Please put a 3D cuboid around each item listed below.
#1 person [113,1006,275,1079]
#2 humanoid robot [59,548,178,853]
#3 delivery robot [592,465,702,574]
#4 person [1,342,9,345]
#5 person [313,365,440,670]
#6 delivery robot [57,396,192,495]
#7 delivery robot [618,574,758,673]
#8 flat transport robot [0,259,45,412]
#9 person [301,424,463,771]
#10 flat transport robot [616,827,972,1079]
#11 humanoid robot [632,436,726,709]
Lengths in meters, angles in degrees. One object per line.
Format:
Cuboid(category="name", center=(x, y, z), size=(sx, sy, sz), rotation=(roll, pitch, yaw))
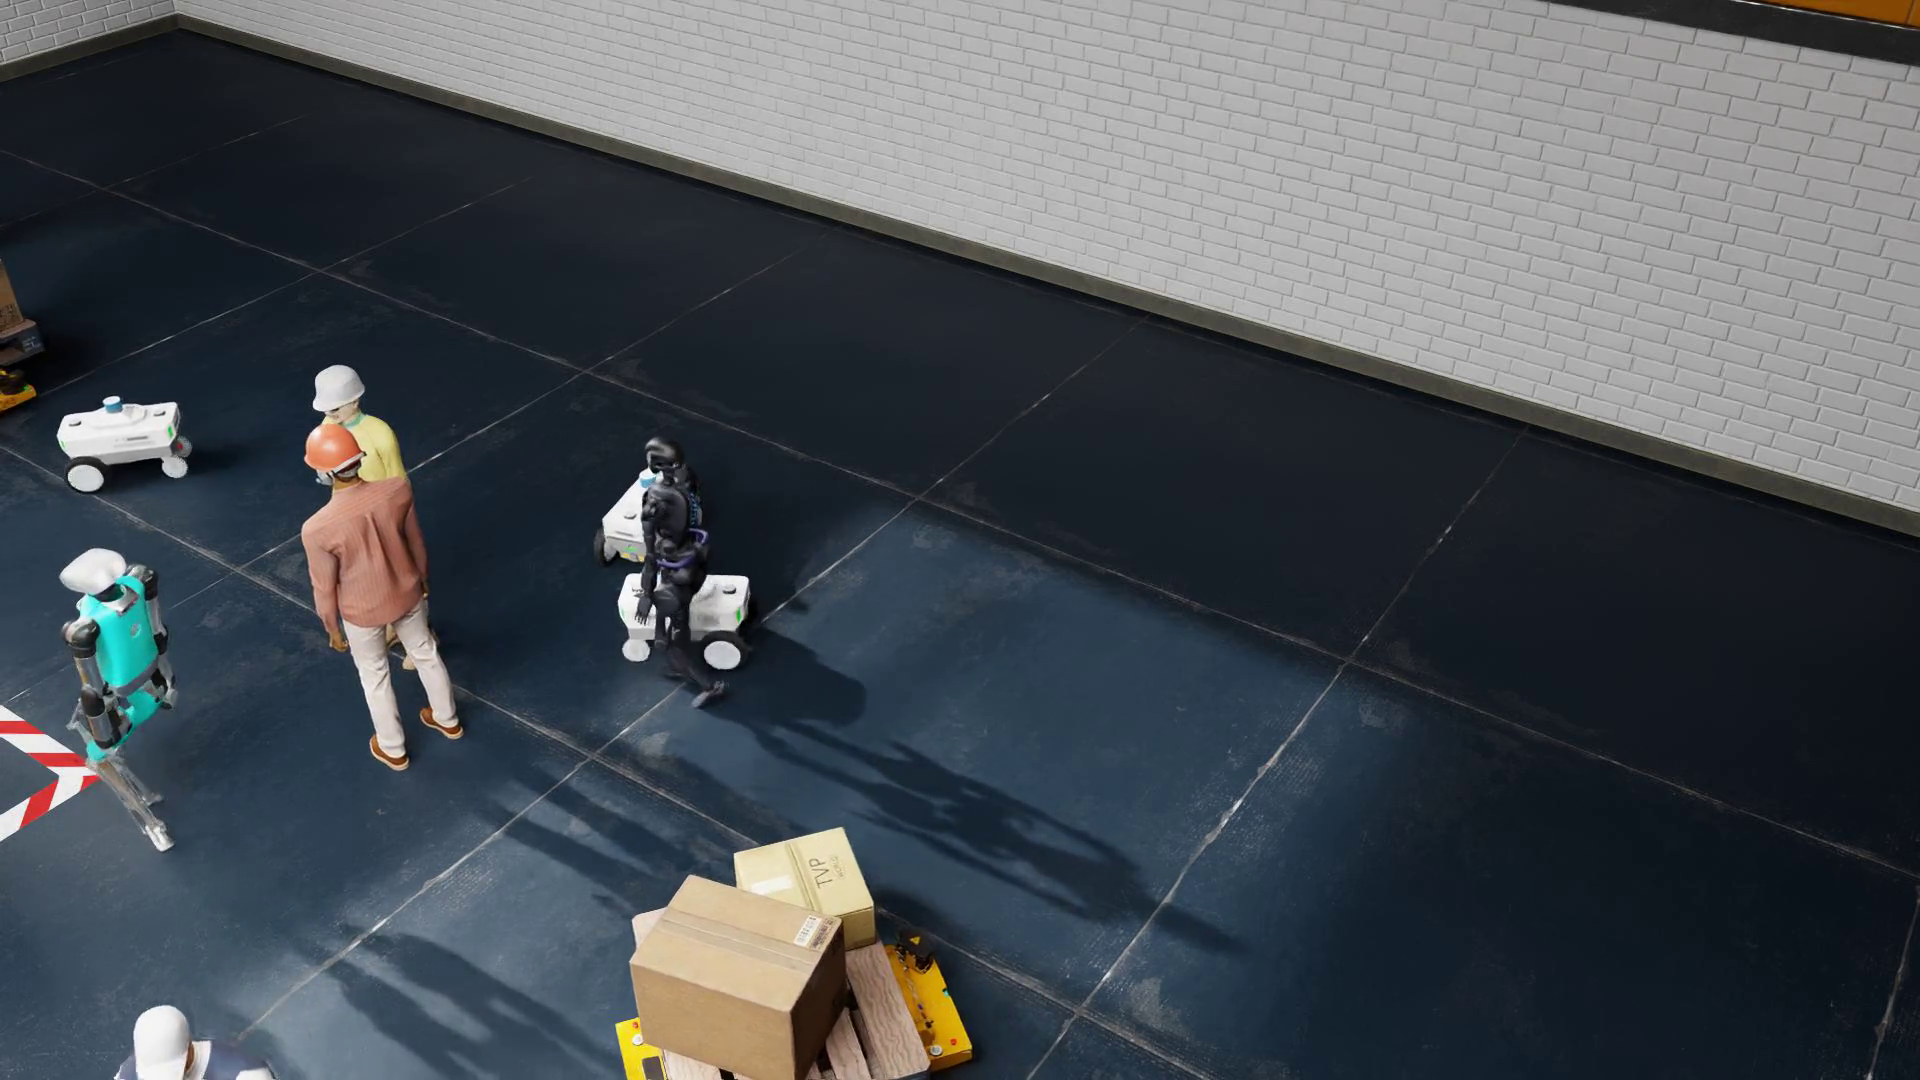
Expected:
Cuboid(category="person", center=(-2.595, 2.193, 5.860), size=(0.781, 1.728, 0.738), rotation=(-2, 35, -2))
Cuboid(category="humanoid robot", center=(-4.086, 0.769, 7.895), size=(0.857, 1.795, 0.568), rotation=(9, 36, 12))
Cuboid(category="delivery robot", center=(-1.893, -0.157, 10.225), size=(0.499, 0.579, 0.774), rotation=(11, 36, 15))
Cuboid(category="person", center=(-7.379, -2.260, 12.099), size=(0.531, 1.868, 0.309), rotation=(-17, 39, -23))
Cuboid(category="person", center=(-3.178, -0.127, 9.035), size=(0.485, 1.887, 0.401), rotation=(13, 37, 18))
Cuboid(category="delivery robot", center=(-5.522, -0.660, 10.963), size=(0.805, 0.601, 0.499), rotation=(-8, 36, -12))
Cuboid(category="delivery robot", center=(-1.534, 0.407, 9.434), size=(0.787, 0.596, 0.499), rotation=(1, 35, 2))
Cuboid(category="flat transport robot", center=(-7.359, -1.160, 11.920), size=(1.431, 0.231, 0.659), rotation=(21, 40, 27))
Cuboid(category="person", center=(-2.936, 0.290, 8.358), size=(0.401, 1.986, 0.620), rotation=(28, 44, 34))
Cuboid(category="flat transport robot", center=(-0.725, 2.142, 7.203), size=(1.431, 0.231, 0.659), rotation=(-11, 37, -16))
Cuboid(category="humanoid robot", center=(-1.489, 0.154, 8.817), size=(0.449, 1.644, 0.588), rotation=(11, 36, 15))
